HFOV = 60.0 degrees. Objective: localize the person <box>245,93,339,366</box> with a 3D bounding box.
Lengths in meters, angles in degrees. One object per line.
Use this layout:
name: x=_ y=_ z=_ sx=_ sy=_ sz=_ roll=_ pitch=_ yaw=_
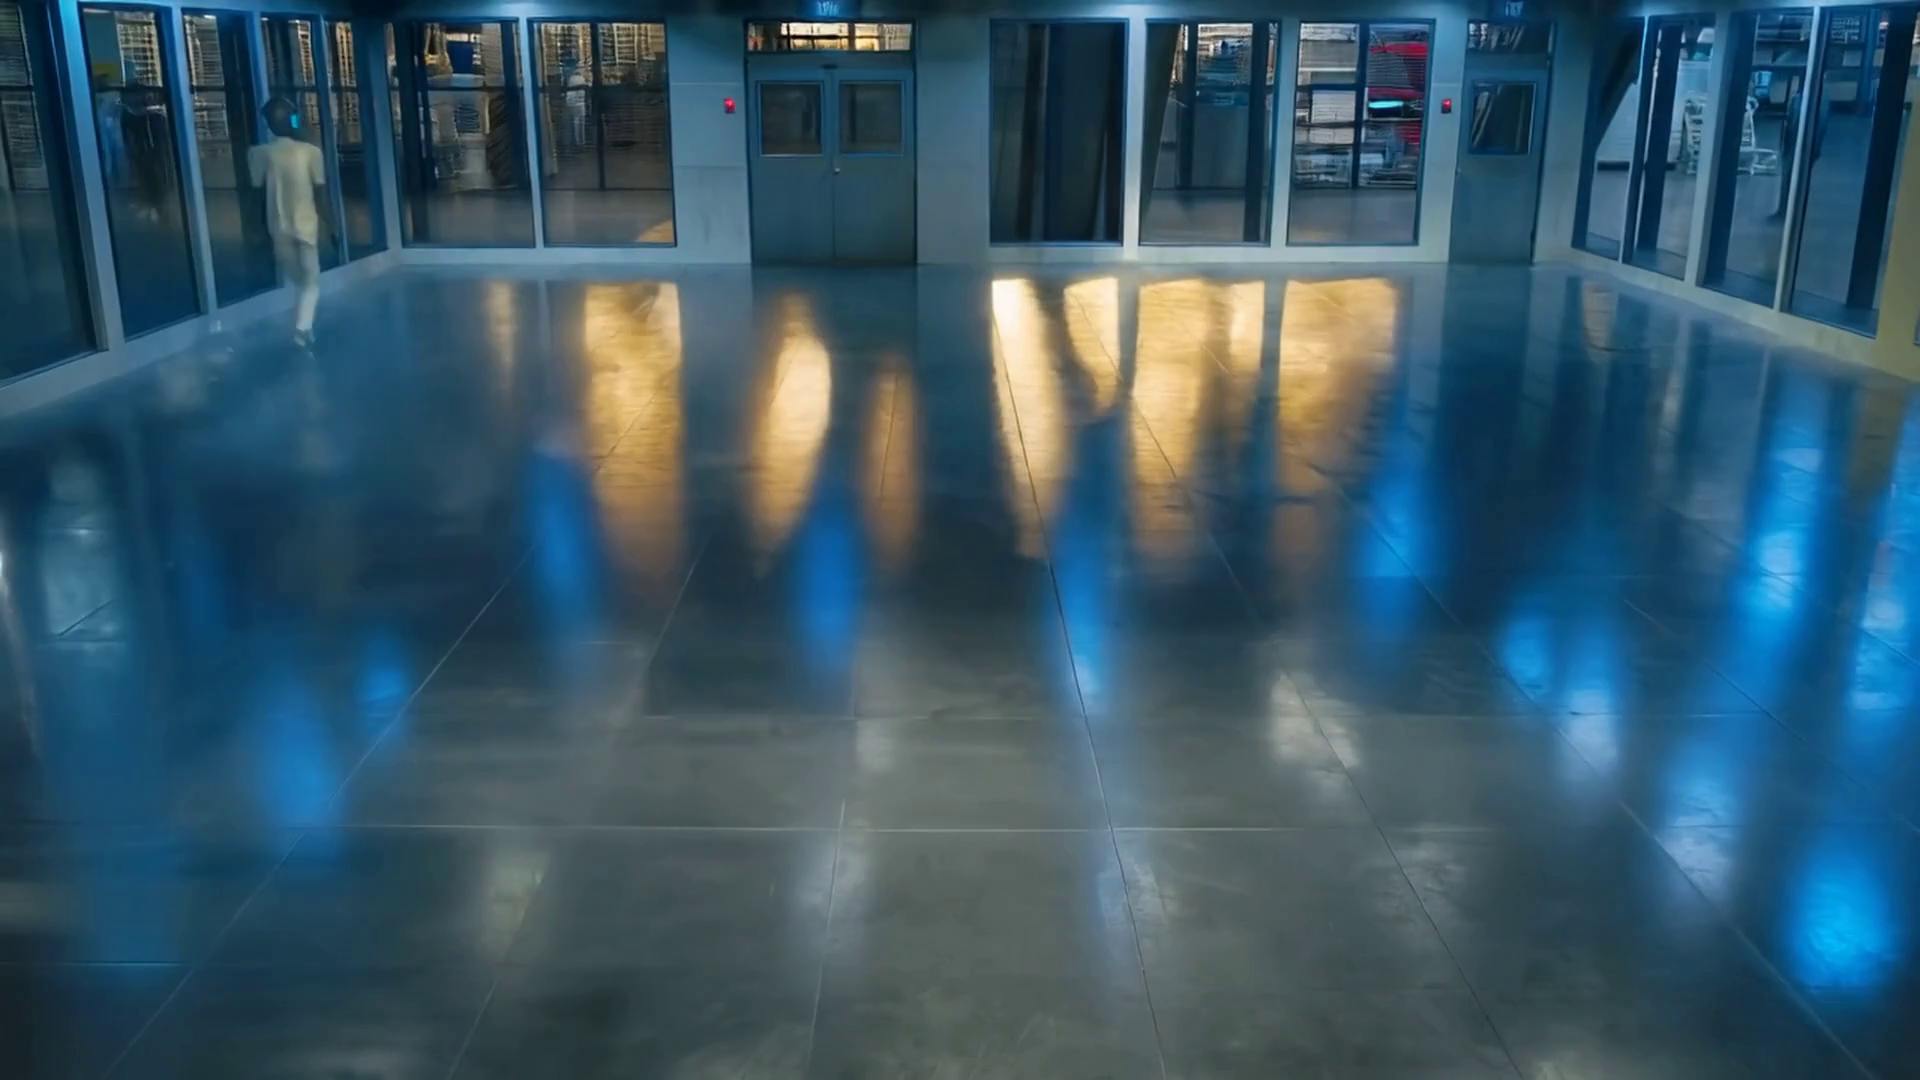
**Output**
person: x=-4.621 y=-2.144 z=11.529 sx=0.525 sy=1.844 sz=0.850 roll=-2 pitch=16 yaw=-7
